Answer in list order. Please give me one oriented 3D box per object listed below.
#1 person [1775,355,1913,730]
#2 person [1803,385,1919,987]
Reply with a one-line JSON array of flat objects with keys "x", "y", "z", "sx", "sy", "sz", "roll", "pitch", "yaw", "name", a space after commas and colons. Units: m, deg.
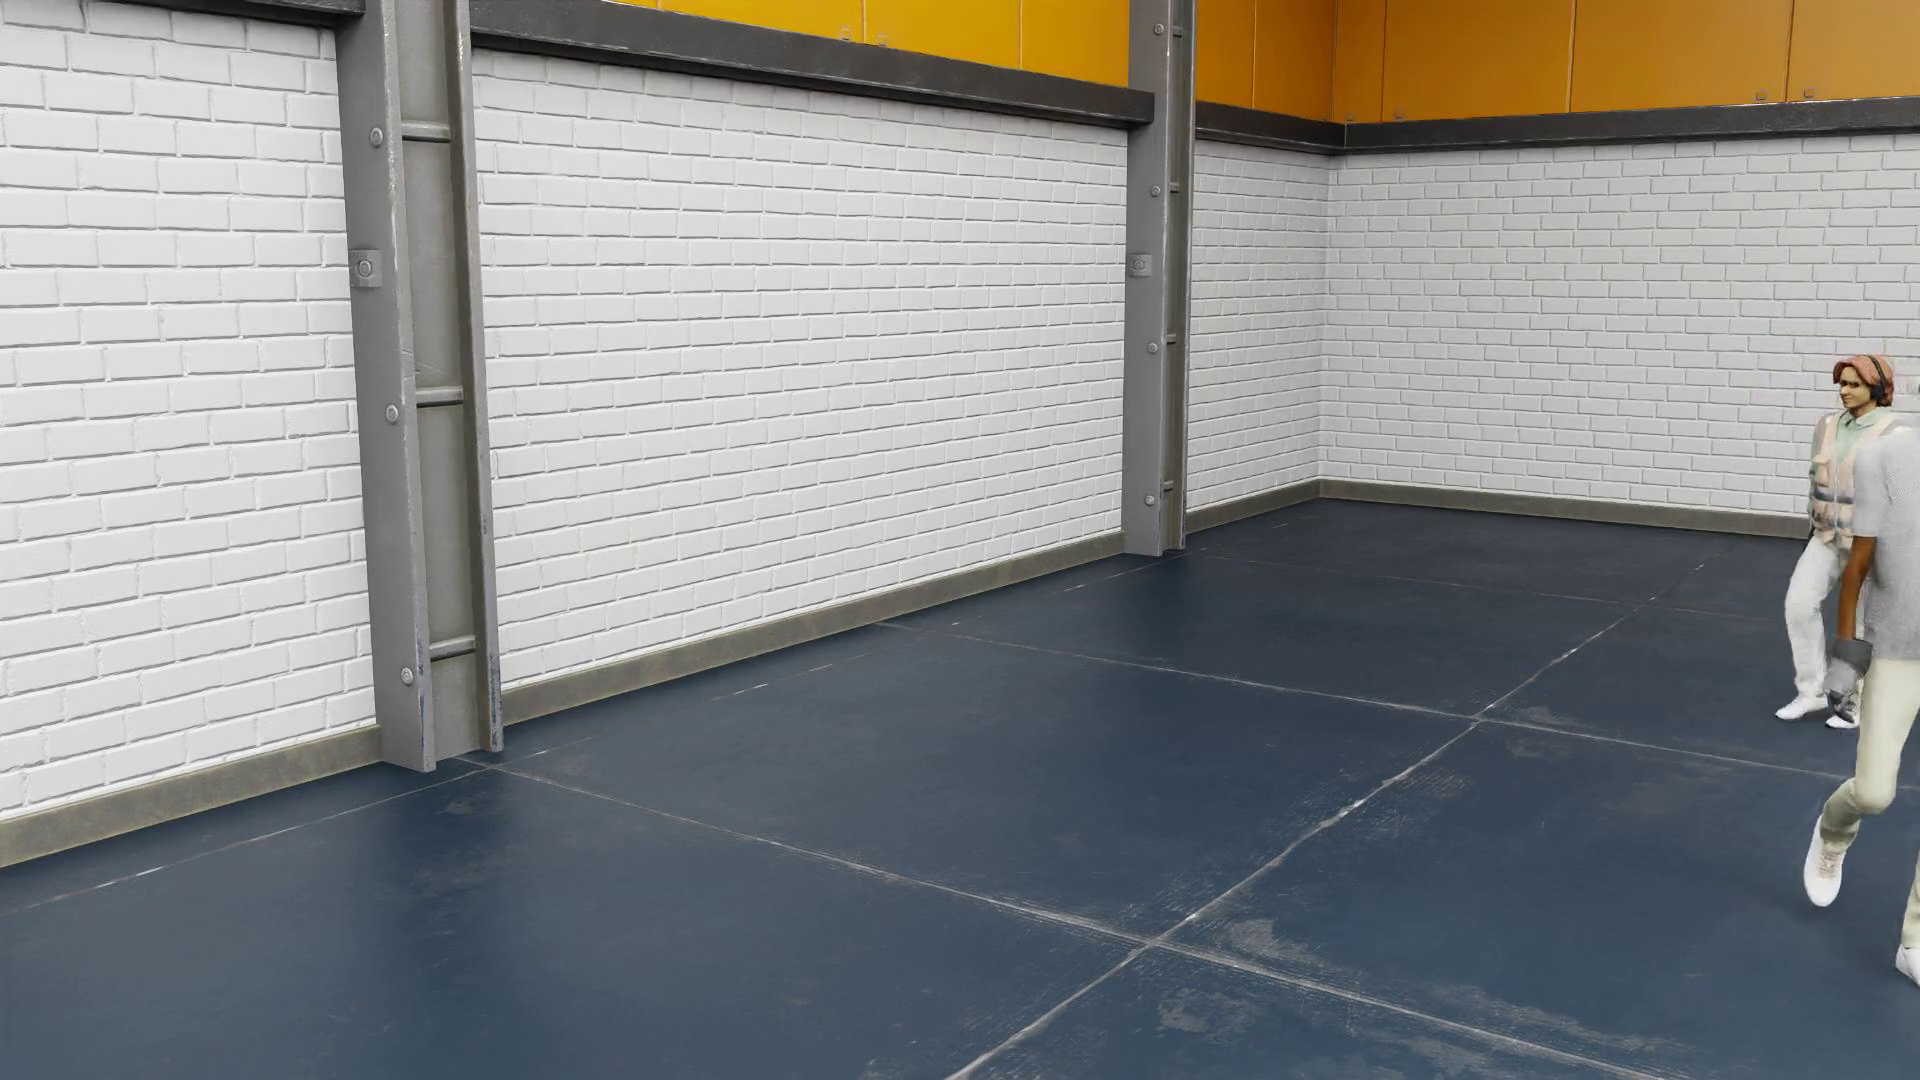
[{"x": 3.770, "y": 0.023, "z": 7.114, "sx": 0.526, "sy": 1.618, "sz": 0.546, "roll": -4, "pitch": 10, "yaw": -20, "name": "person"}, {"x": 2.706, "y": 0.316, "z": 4.716, "sx": 0.535, "sy": 1.852, "sz": 0.653, "roll": 1, "pitch": 10, "yaw": 8, "name": "person"}]
